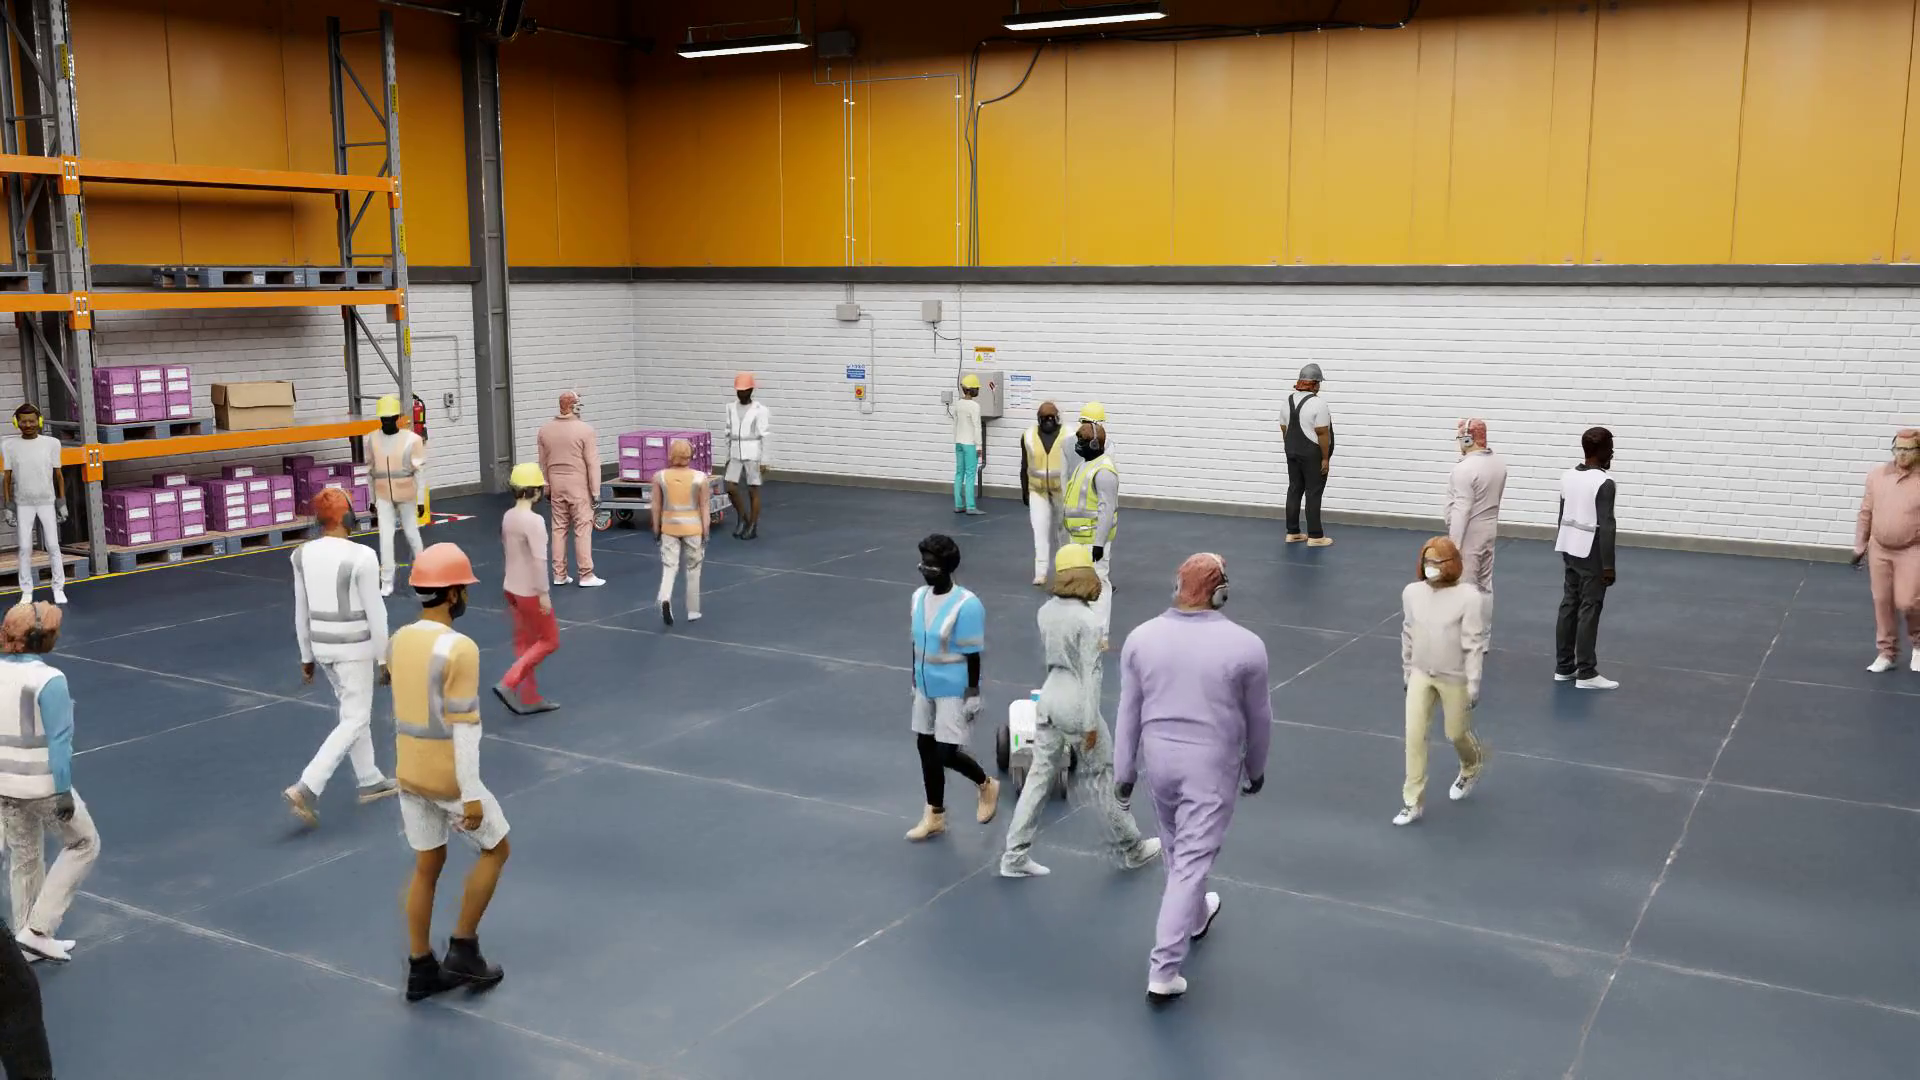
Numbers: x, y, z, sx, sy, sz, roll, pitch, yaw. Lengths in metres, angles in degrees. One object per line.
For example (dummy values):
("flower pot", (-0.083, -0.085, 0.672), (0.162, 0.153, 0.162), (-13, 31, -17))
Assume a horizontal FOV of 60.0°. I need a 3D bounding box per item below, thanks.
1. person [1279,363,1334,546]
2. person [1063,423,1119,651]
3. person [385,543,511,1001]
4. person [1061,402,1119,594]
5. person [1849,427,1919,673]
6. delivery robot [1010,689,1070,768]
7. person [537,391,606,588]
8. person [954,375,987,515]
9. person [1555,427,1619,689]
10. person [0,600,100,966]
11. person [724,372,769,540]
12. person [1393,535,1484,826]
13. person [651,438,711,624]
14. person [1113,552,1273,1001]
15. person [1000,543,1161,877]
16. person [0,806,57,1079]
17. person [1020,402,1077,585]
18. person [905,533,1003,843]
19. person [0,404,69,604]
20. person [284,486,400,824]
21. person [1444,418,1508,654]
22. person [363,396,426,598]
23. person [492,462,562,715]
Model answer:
("person", (3.926, -0.961, 18.621), (0.538, 2.000, 0.683), (-6, 11, -32))
("person", (1.043, -0.021, 13.373), (0.429, 1.844, 0.624), (-2, 9, -13))
("person", (-2.146, 0.968, 6.960), (0.571, 1.913, 0.521), (7, 11, 35))
("person", (1.244, -0.390, 15.701), (0.600, 1.831, 0.404), (6, 11, 35))
("person", (7.078, 0.090, 12.548), (0.417, 1.888, 0.645), (-6, 11, -32))
("delivery robot", (0.470, 1.133, 9.882), (0.477, 0.478, 0.707), (0, 9, 0))
("person", (-3.741, -0.489, 16.097), (0.650, 1.904, 0.401), (3, 10, 20))
("person", (0.116, -1.196, 20.940), (0.331, 1.768, 0.526), (-6, 11, -32))
("person", (4.597, 0.126, 12.212), (0.390, 1.920, 0.587), (-2, 9, -13))
("person", (-4.019, 1.066, 7.253), (0.530, 1.622, 0.370), (5, 10, 27))
("person", (-2.437, -0.944, 18.877), (0.586, 1.920, 0.419), (4, 10, 21))
("person", (2.712, 0.754, 9.278), (0.510, 1.600, 0.739), (8, 12, 42))
("person", (-2.408, -0.058, 14.306), (0.522, 1.623, 0.631), (1, 9, 4))
("person", (1.013, 0.973, 7.163), (0.634, 1.843, 1.044), (6, 11, 32))
("person", (0.572, 0.862, 8.392), (0.851, 1.674, 0.518), (-7, 11, -36))
("person", (-3.468, 1.173, 5.577), (0.995, 1.958, 0.625), (-5, 11, -31))
("person", (0.928, -0.495, 16.516), (0.670, 1.788, 0.982), (2, 9, 11))
("person", (-0.039, 0.779, 8.850), (0.452, 1.679, 0.547), (-8, 12, -41))
("person", (-8.449, -0.320, 15.198), (0.515, 1.861, 0.320), (-5, 10, -28))
("person", (-3.469, 0.630, 9.251), (0.579, 1.860, 0.863), (4, 10, 26))
("person", (4.017, -0.011, 13.126), (0.409, 1.904, 0.639), (9, 13, 44))
("person", (-5.369, -0.448, 15.908), (0.599, 1.888, 0.943), (0, 9, -1))
("person", (-2.963, 0.349, 11.310), (0.439, 1.752, 0.546), (-7, 12, -39))
